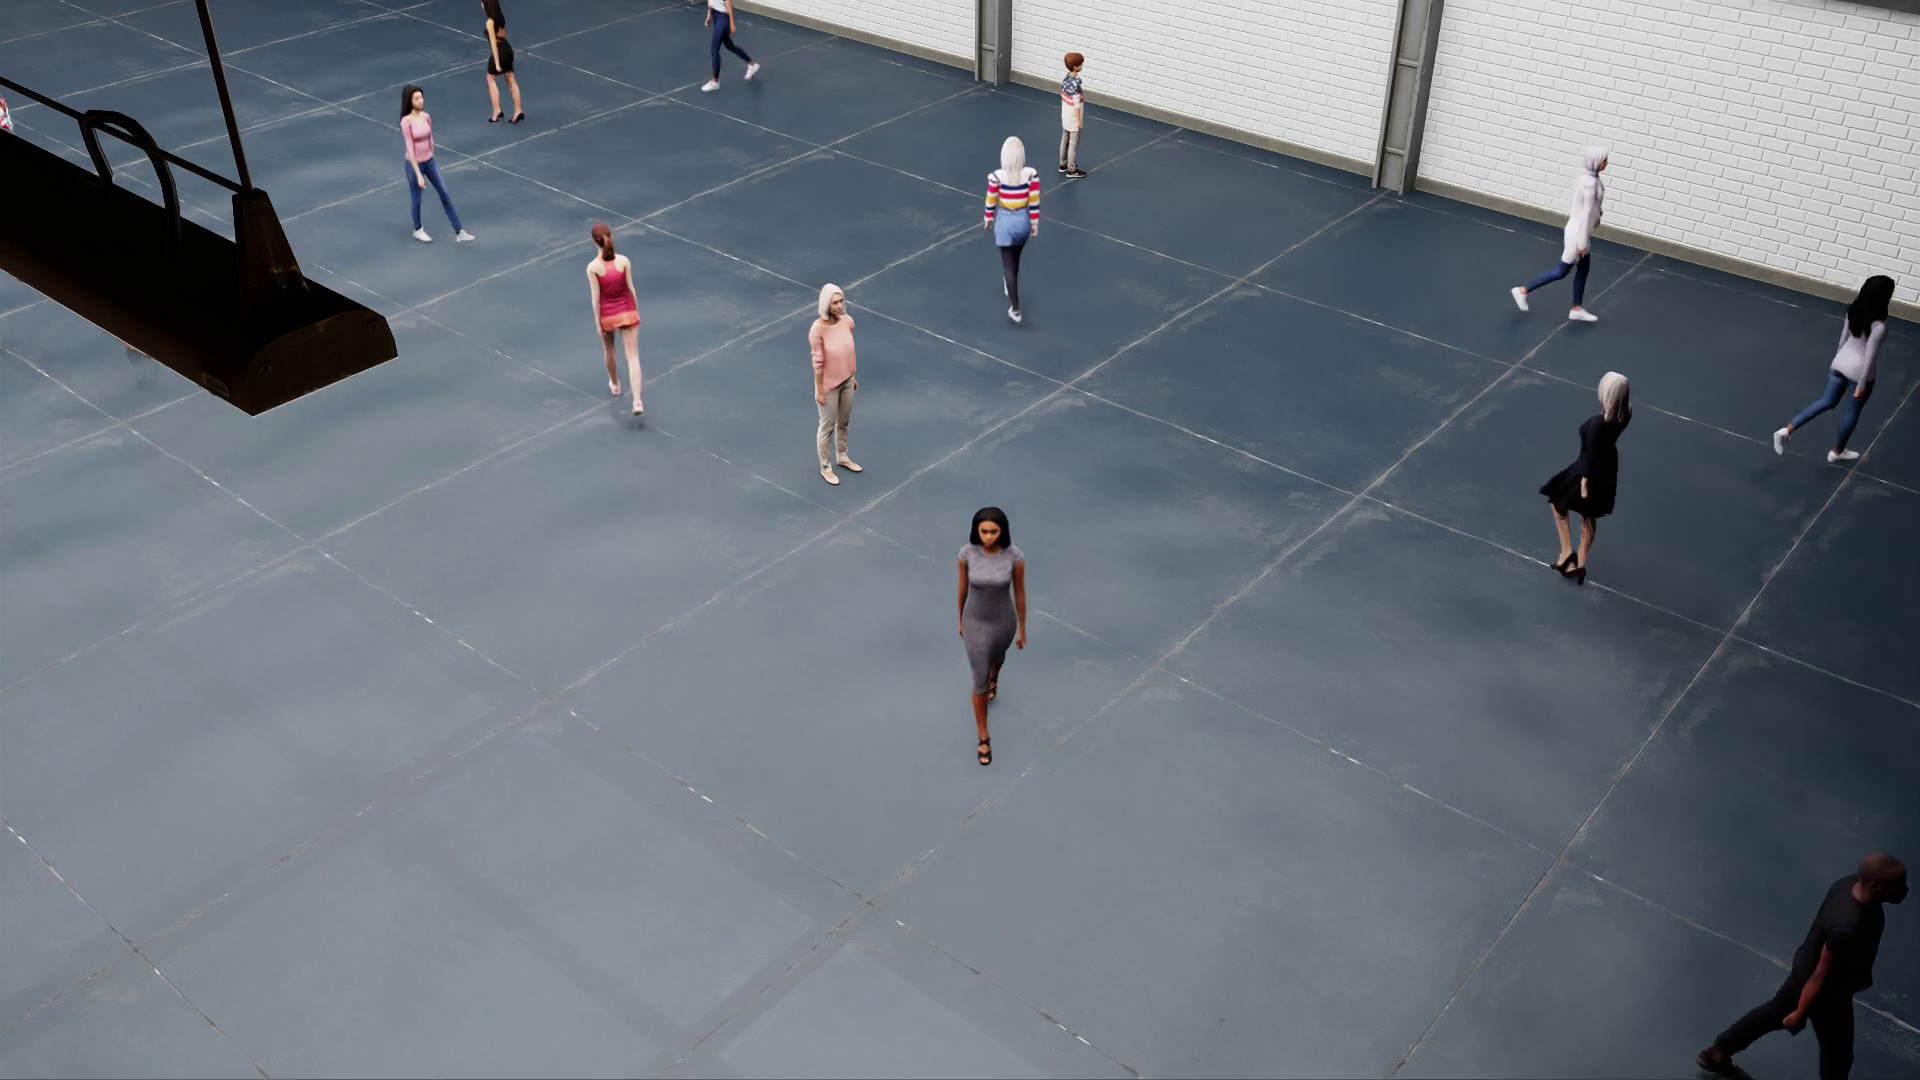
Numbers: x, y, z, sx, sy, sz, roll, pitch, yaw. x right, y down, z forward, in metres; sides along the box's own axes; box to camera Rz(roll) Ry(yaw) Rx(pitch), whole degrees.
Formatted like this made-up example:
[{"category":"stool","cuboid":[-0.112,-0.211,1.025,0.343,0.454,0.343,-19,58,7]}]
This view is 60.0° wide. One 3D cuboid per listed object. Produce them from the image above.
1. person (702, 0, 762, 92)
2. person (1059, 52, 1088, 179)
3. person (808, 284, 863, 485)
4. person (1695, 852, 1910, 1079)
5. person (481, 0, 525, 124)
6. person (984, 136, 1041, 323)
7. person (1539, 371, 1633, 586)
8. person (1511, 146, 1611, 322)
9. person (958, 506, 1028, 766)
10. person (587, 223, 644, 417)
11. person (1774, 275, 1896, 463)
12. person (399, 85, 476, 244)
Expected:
[{"category":"person","cuboid":[-3.044,-6.825,21.862,0.931,1.745,1.130,-16,37,-23]},{"category":"person","cuboid":[1.304,-4.954,19.324,0.653,1.438,0.553,-13,36,-18]},{"category":"person","cuboid":[-1.023,-1.298,13.564,0.524,1.726,0.605,27,42,34]},{"category":"person","cuboid":[4.189,2.197,8.267,1.228,1.769,0.806,18,38,25]},{"category":"person","cuboid":[-5.621,-5.978,20.690,0.791,1.632,0.708,9,35,14]},{"category":"person","cuboid":[0.514,-2.969,16.045,1.128,1.763,1.220,-5,34,-7]},{"category":"person","cuboid":[4.719,-0.422,12.238,0.715,1.734,0.768,-19,38,-26]},{"category":"person","cuboid":[5.841,-2.926,15.993,1.163,1.749,0.885,12,35,17]},{"category":"person","cuboid":[0.202,0.517,10.822,1.089,1.739,1.102,0,34,0]},{"category":"person","cuboid":[-2.962,-1.896,14.467,0.971,1.722,1.184,-10,35,-14]},{"category":"person","cuboid":[7.242,-1.374,13.689,1.067,1.714,1.051,-5,34,-8]},{"category":"person","cuboid":[-5.755,-3.950,17.566,1.060,1.713,0.686,20,39,27]}]
